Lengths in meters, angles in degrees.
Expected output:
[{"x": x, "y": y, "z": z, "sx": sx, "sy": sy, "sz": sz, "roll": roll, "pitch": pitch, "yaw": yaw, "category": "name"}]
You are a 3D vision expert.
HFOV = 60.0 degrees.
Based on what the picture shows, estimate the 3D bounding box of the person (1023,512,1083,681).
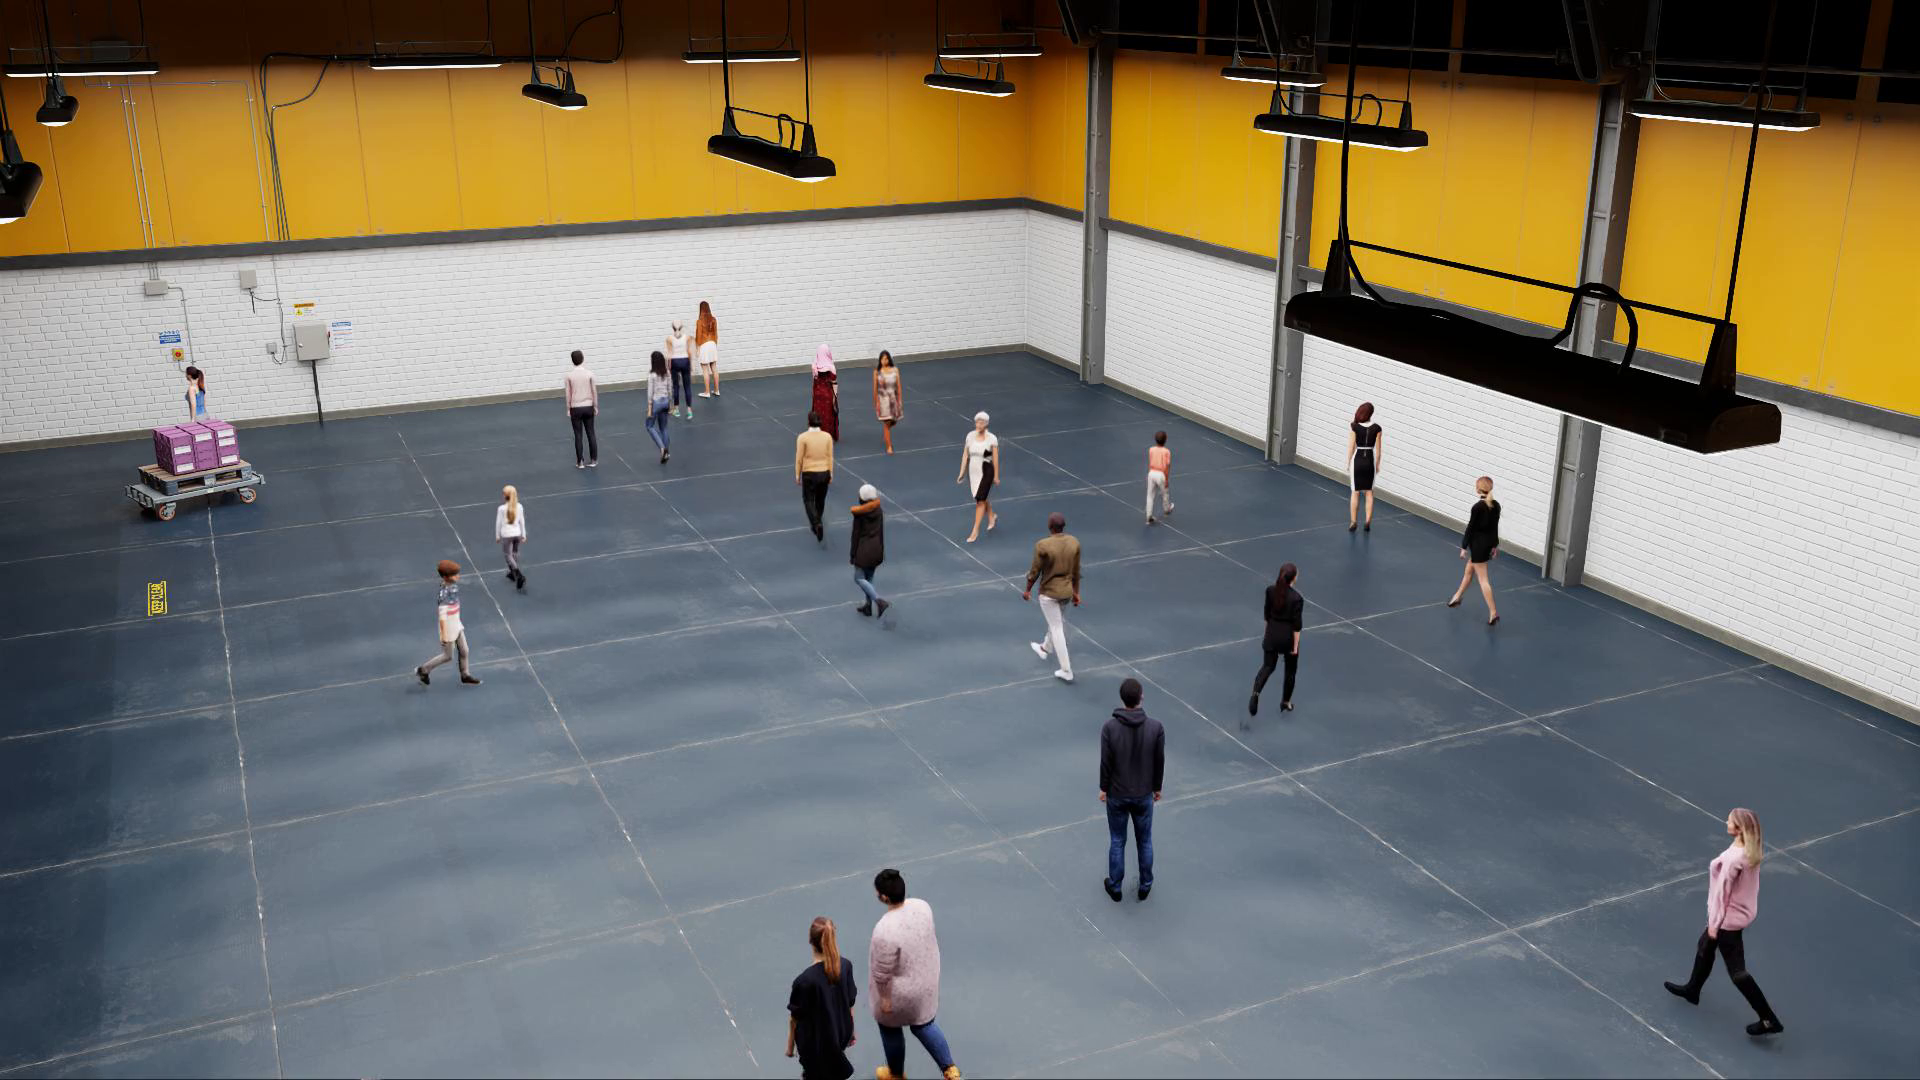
[{"x": 1.054, "y": 0.627, "z": 17.656, "sx": 0.812, "sy": 1.786, "sz": 1.154, "roll": -11, "pitch": 22, "yaw": -30, "category": "person"}]

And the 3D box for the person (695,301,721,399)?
[{"x": -4.522, "y": -3.424, "z": 29.789, "sx": 0.689, "sy": 1.720, "sz": 0.707, "roll": 17, "pitch": 25, "yaw": 41, "category": "person"}]

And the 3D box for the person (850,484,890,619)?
[{"x": -1.034, "y": 0.162, "z": 19.294, "sx": 0.779, "sy": 1.622, "sz": 0.937, "roll": -18, "pitch": 25, "yaw": -42, "category": "person"}]

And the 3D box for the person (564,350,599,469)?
[{"x": -5.793, "y": -2.009, "z": 25.452, "sx": 0.642, "sy": 1.807, "sz": 0.548, "roll": -7, "pitch": 20, "yaw": -19, "category": "person"}]

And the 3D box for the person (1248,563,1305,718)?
[{"x": 3.165, "y": 1.039, "z": 16.658, "sx": 0.994, "sy": 1.641, "sz": 0.912, "roll": 16, "pitch": 24, "yaw": 38, "category": "person"}]

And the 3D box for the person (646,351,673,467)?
[{"x": -4.548, "y": -1.991, "z": 25.441, "sx": 0.713, "sy": 1.779, "sz": 0.758, "roll": -18, "pitch": 25, "yaw": -42, "category": "person"}]

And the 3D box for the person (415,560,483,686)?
[{"x": -5.416, "y": 0.899, "z": 17.423, "sx": 0.845, "sy": 1.419, "sz": 0.902, "roll": -1, "pitch": 19, "yaw": -2, "category": "person"}]

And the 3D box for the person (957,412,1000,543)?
[{"x": 0.327, "y": -0.866, "z": 22.203, "sx": 1.099, "sy": 1.713, "sz": 1.017, "roll": 13, "pitch": 22, "yaw": 33, "category": "person"}]

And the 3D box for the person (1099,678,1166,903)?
[{"x": 1.368, "y": 2.015, "z": 13.371, "sx": 0.749, "sy": 1.890, "sz": 0.708, "roll": -1, "pitch": 19, "yaw": -4, "category": "person"}]

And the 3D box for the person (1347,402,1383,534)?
[{"x": 5.428, "y": -0.973, "z": 22.391, "sx": 0.661, "sy": 1.796, "sz": 0.664, "roll": 2, "pitch": 19, "yaw": 5, "category": "person"}]

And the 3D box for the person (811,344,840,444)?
[{"x": -2.180, "y": -2.350, "z": 26.735, "sx": 0.728, "sy": 1.634, "sz": 0.824, "roll": 11, "pitch": 21, "yaw": 28, "category": "person"}]

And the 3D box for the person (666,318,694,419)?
[{"x": -4.748, "y": -2.931, "z": 28.348, "sx": 0.642, "sy": 1.704, "sz": 0.711, "roll": -6, "pitch": 19, "yaw": -17, "category": "person"}]

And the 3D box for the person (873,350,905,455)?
[{"x": -1.152, "y": -2.209, "z": 26.330, "sx": 0.767, "sy": 1.625, "sz": 1.027, "roll": -5, "pitch": 19, "yaw": -13, "category": "person"}]

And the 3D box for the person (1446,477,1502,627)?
[{"x": 6.028, "y": 0.172, "z": 19.121, "sx": 0.647, "sy": 1.712, "sz": 1.117, "roll": -10, "pitch": 21, "yaw": -27, "category": "person"}]

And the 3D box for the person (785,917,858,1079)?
[{"x": -0.766, "y": 3.172, "z": 10.338, "sx": 1.153, "sy": 1.633, "sz": 0.938, "roll": 13, "pitch": 23, "yaw": 35, "category": "person"}]

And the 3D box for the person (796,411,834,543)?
[{"x": -1.901, "y": -0.827, "z": 22.053, "sx": 0.695, "sy": 1.735, "sz": 1.031, "roll": -7, "pitch": 20, "yaw": -19, "category": "person"}]

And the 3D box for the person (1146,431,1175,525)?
[{"x": 2.688, "y": -0.835, "z": 22.792, "sx": 0.872, "sy": 1.278, "sz": 0.871, "roll": 10, "pitch": 21, "yaw": 27, "category": "person"}]

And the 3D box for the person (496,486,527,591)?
[{"x": -5.484, "y": -0.024, "z": 20.411, "sx": 0.634, "sy": 1.260, "sz": 0.918, "roll": -15, "pitch": 24, "yaw": -37, "category": "person"}]

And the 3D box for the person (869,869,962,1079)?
[{"x": -0.300, "y": 2.939, "z": 10.895, "sx": 0.896, "sy": 1.719, "sz": 1.076, "roll": -14, "pitch": 23, "yaw": -36, "category": "person"}]

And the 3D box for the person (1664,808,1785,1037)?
[{"x": 5.514, "y": 2.706, "z": 11.695, "sx": 0.849, "sy": 1.650, "sz": 1.176, "roll": -17, "pitch": 25, "yaw": -42, "category": "person"}]

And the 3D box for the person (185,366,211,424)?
[{"x": -11.575, "y": -1.852, "z": 25.295, "sx": 0.716, "sy": 1.609, "sz": 0.615, "roll": 1, "pitch": 19, "yaw": 3, "category": "person"}]
